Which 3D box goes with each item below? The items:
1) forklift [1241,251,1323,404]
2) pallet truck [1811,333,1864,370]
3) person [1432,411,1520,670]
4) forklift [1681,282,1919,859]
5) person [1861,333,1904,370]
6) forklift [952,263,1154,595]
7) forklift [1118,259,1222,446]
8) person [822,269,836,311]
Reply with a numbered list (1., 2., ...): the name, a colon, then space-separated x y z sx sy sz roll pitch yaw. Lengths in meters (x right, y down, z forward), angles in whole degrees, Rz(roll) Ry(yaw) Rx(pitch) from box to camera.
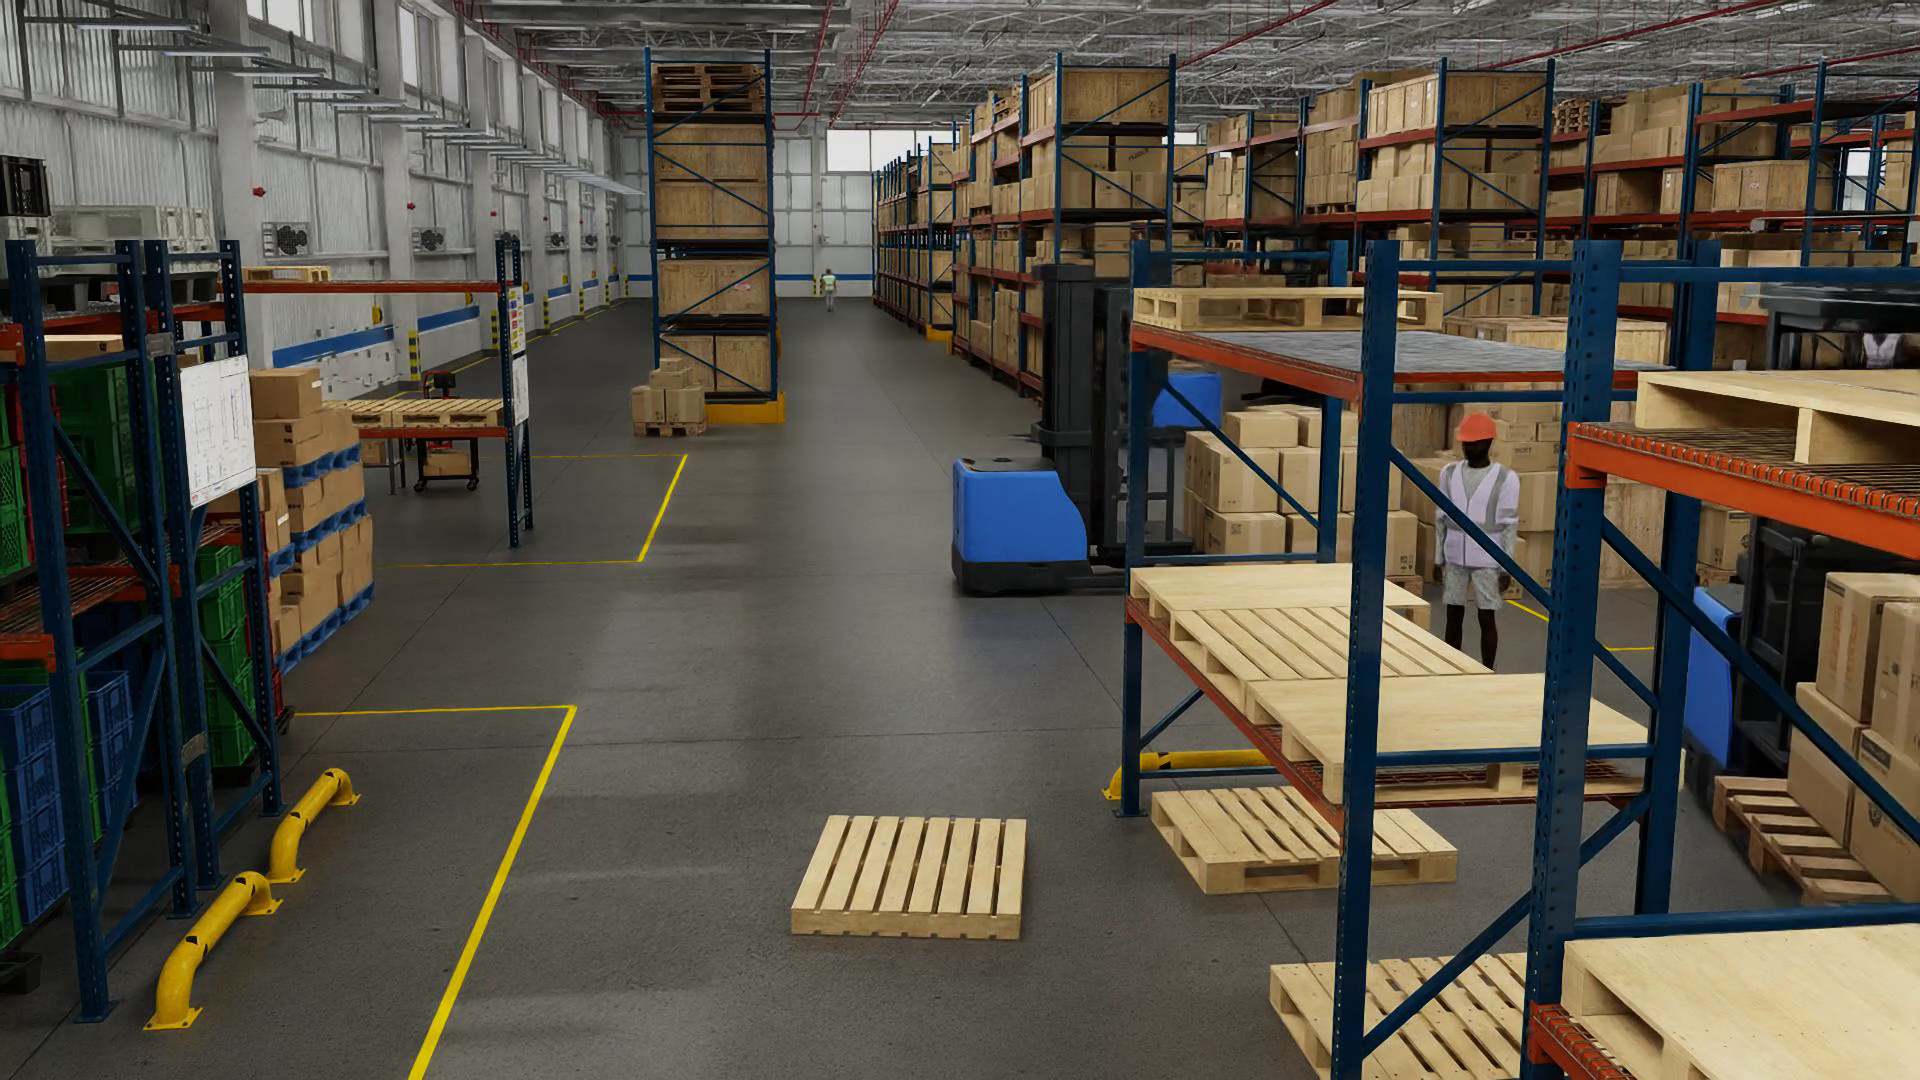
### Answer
1. forklift: 6.248 -4.027 31.248 1.129 2.768 1.873 7 13 35
2. pallet truck: 15.846 -3.142 28.793 1.885 1.965 0.823 2 10 12
3. person: 3.347 0.119 10.887 0.551 1.934 0.373 9 13 40
4. forklift: 4.479 0.089 8.438 1.129 2.768 1.873 2 10 9
5. person: 13.907 -2.411 25.117 1.007 1.872 0.605 -10 14 -44
6. forklift: 0.901 -1.002 14.486 1.873 2.768 1.129 -1 10 -6
7. forklift: 2.871 -2.826 24.592 1.873 2.768 1.129 -1 10 -6
8. person: -5.557 -10.602 70.611 0.584 1.825 0.646 -3 11 -15
